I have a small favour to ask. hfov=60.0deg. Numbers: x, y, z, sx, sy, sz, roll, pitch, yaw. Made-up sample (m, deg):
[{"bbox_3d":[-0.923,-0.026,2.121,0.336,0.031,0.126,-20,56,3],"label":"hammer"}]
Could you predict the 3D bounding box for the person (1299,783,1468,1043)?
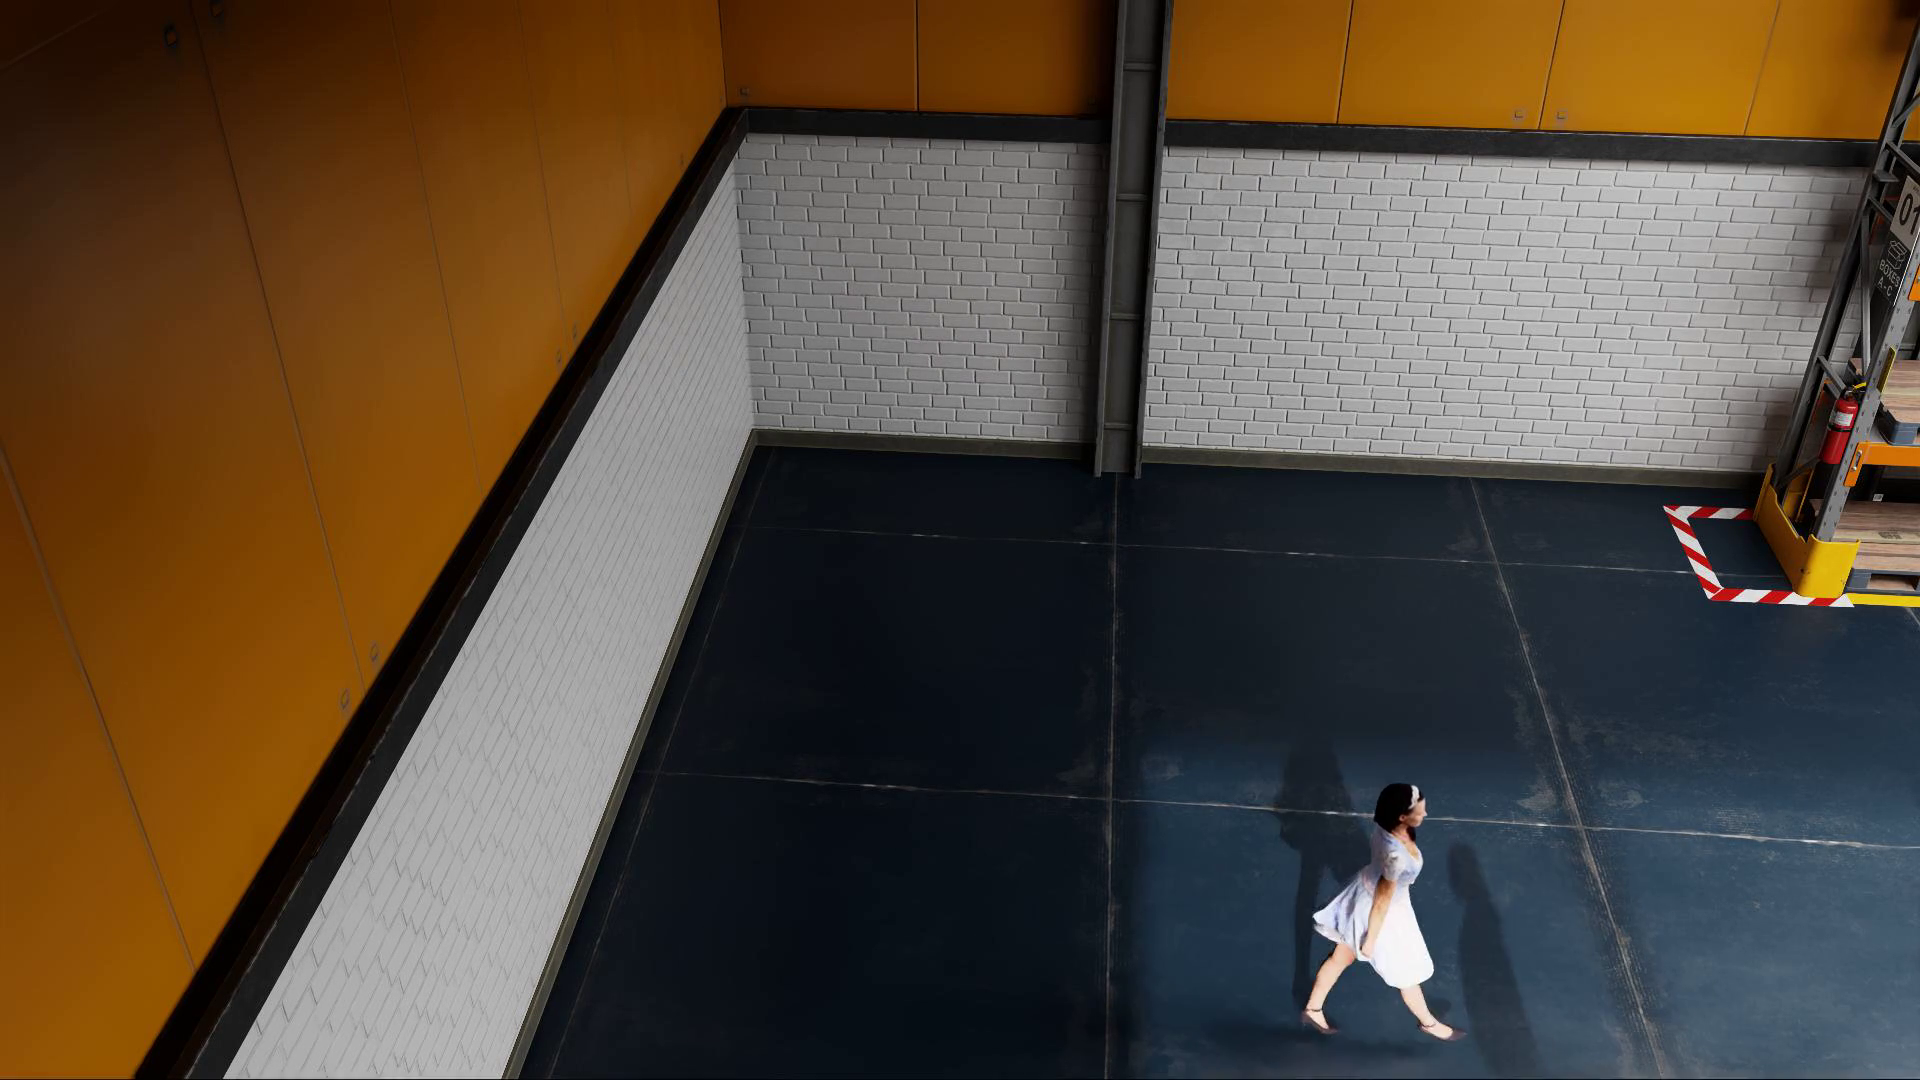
[{"bbox_3d":[2.099,1.997,8.758,1.108,1.777,0.647,4,34,6],"label":"person"}]
